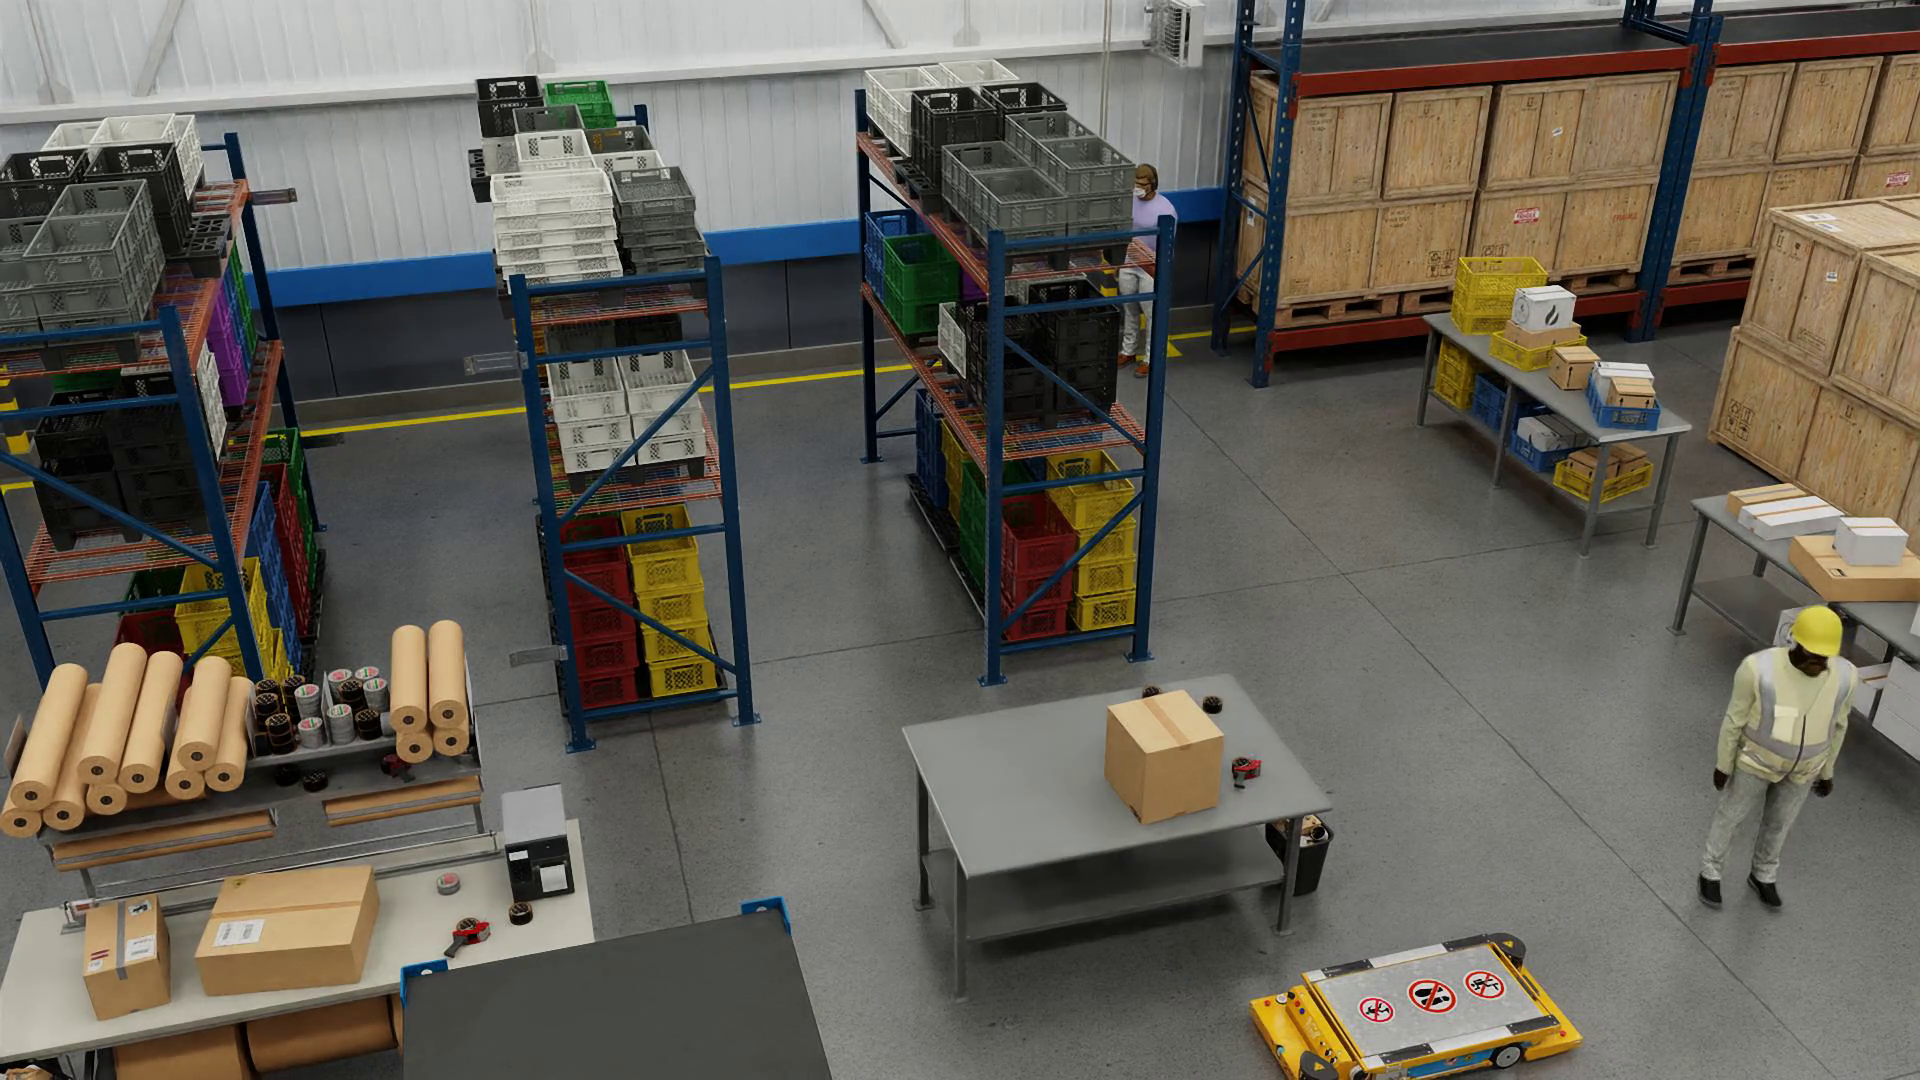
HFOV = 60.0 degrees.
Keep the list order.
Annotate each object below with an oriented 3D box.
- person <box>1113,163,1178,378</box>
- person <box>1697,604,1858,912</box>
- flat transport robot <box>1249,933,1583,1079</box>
[{"bbox_3d":[1.626,-2.413,14.816,0.374,1.933,0.625,-25,38,-38],"label":"person"},{"bbox_3d":[4.173,1.118,8.490,0.602,1.830,0.404,3,29,5],"label":"person"},{"bbox_3d":[2.184,2.282,7.980,1.431,0.197,0.652,-8,30,-14],"label":"flat transport robot"}]
